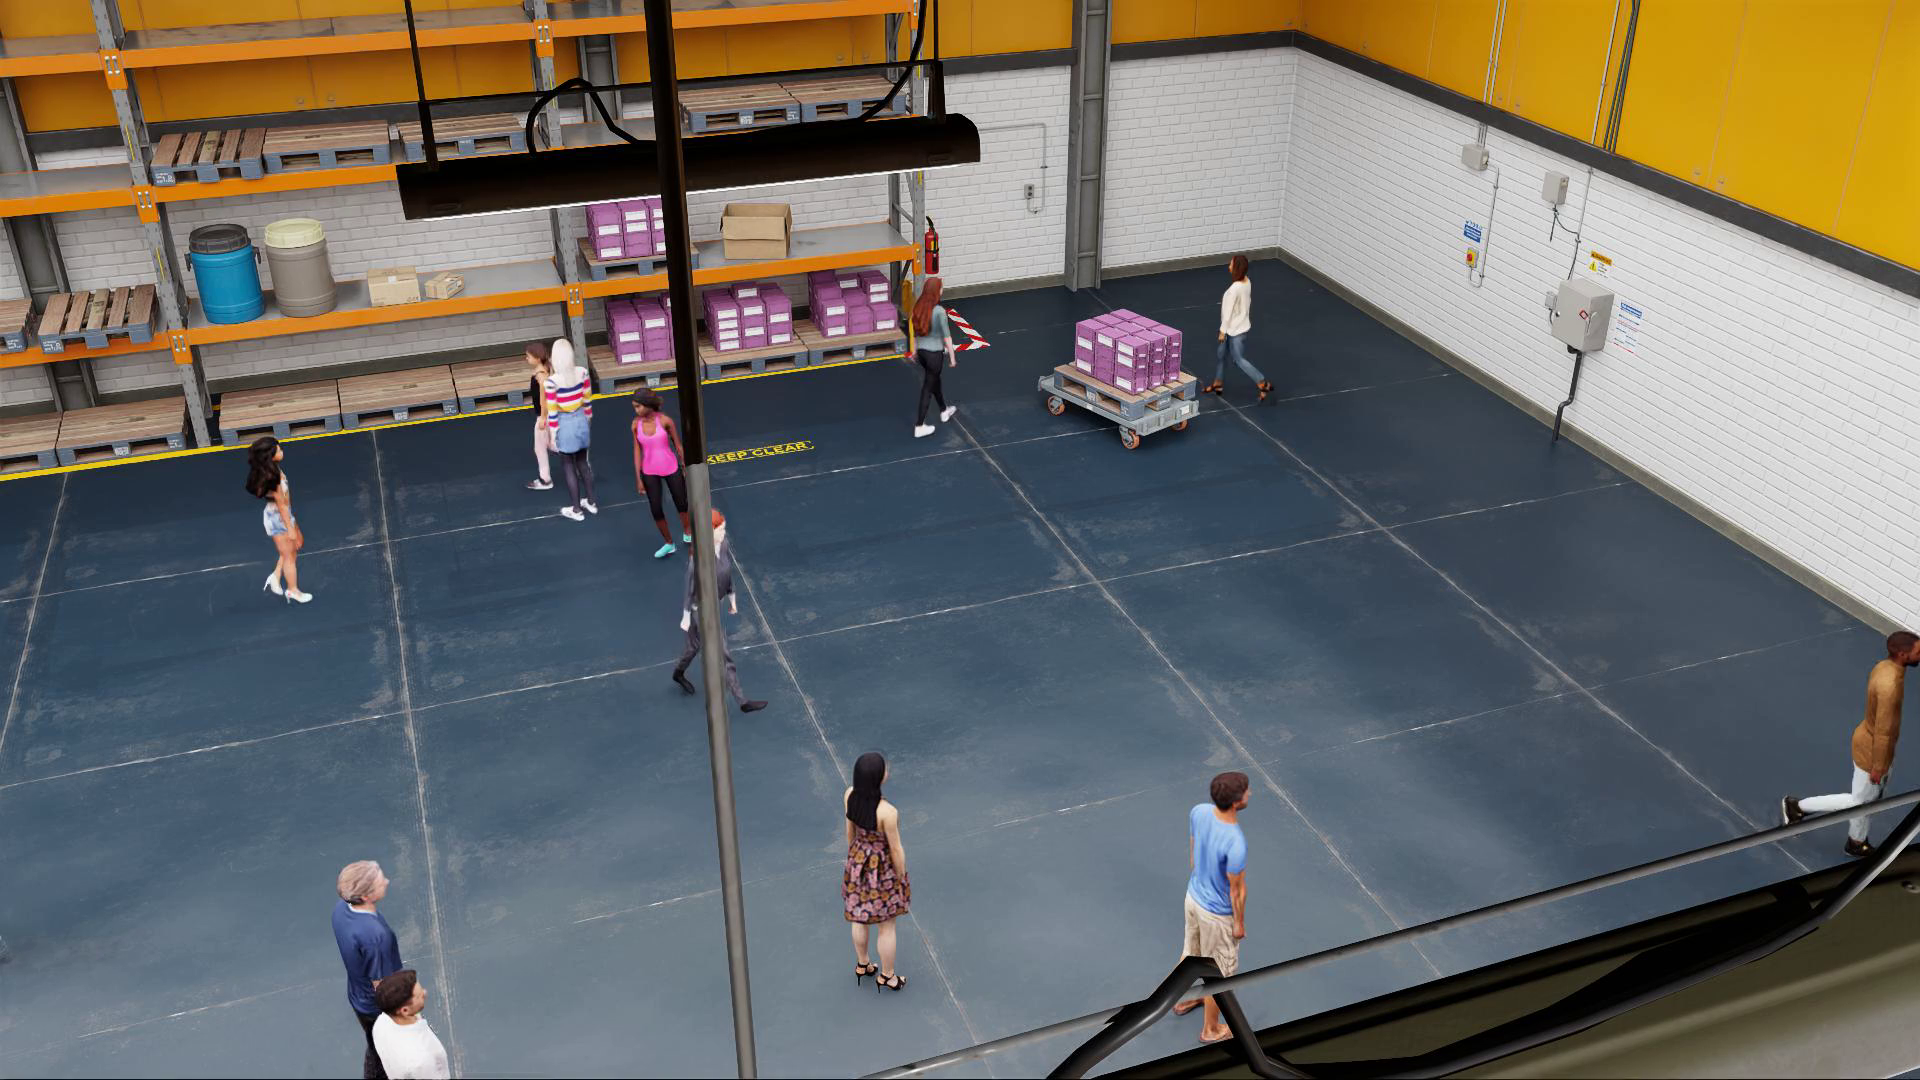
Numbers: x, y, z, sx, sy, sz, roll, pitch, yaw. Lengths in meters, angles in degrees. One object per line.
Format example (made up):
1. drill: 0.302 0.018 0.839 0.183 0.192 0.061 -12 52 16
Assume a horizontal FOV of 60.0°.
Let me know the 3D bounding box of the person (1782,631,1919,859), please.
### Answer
1. person: 6.114 1.408 11.298 1.056 1.799 1.039 16 32 27

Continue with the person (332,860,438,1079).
1. person: -3.249 2.559 9.129 0.799 1.855 0.826 -25 37 -38

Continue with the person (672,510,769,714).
1. person: -2.051 0.542 12.964 1.193 1.723 1.145 16 33 27

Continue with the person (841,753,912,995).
1. person: -0.516 2.036 10.173 0.798 1.775 0.840 20 34 32

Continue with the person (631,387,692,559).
1. person: -2.668 -0.616 15.117 0.720 1.696 0.877 -7 29 -12

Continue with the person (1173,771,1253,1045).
1. person: 1.506 2.151 9.869 0.574 1.862 0.669 -13 31 -23

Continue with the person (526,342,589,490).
1. person: -4.019 -1.222 16.382 0.885 1.549 0.600 -6 29 -10

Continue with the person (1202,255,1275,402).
1. person: 3.107 -2.279 18.213 1.109 1.649 1.040 12 31 21

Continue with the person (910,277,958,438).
1. person: -0.369 -1.882 17.414 0.885 1.718 1.044 23 36 36

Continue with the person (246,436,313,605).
1. person: -5.924 -0.134 14.317 0.650 1.615 0.610 -13 31 -22

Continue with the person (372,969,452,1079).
1. person: -2.727 2.922 8.450 0.705 1.870 0.703 -25 37 -38

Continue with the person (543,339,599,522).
1. person: -3.675 -1.050 15.797 0.787 1.807 0.644 22 35 34
